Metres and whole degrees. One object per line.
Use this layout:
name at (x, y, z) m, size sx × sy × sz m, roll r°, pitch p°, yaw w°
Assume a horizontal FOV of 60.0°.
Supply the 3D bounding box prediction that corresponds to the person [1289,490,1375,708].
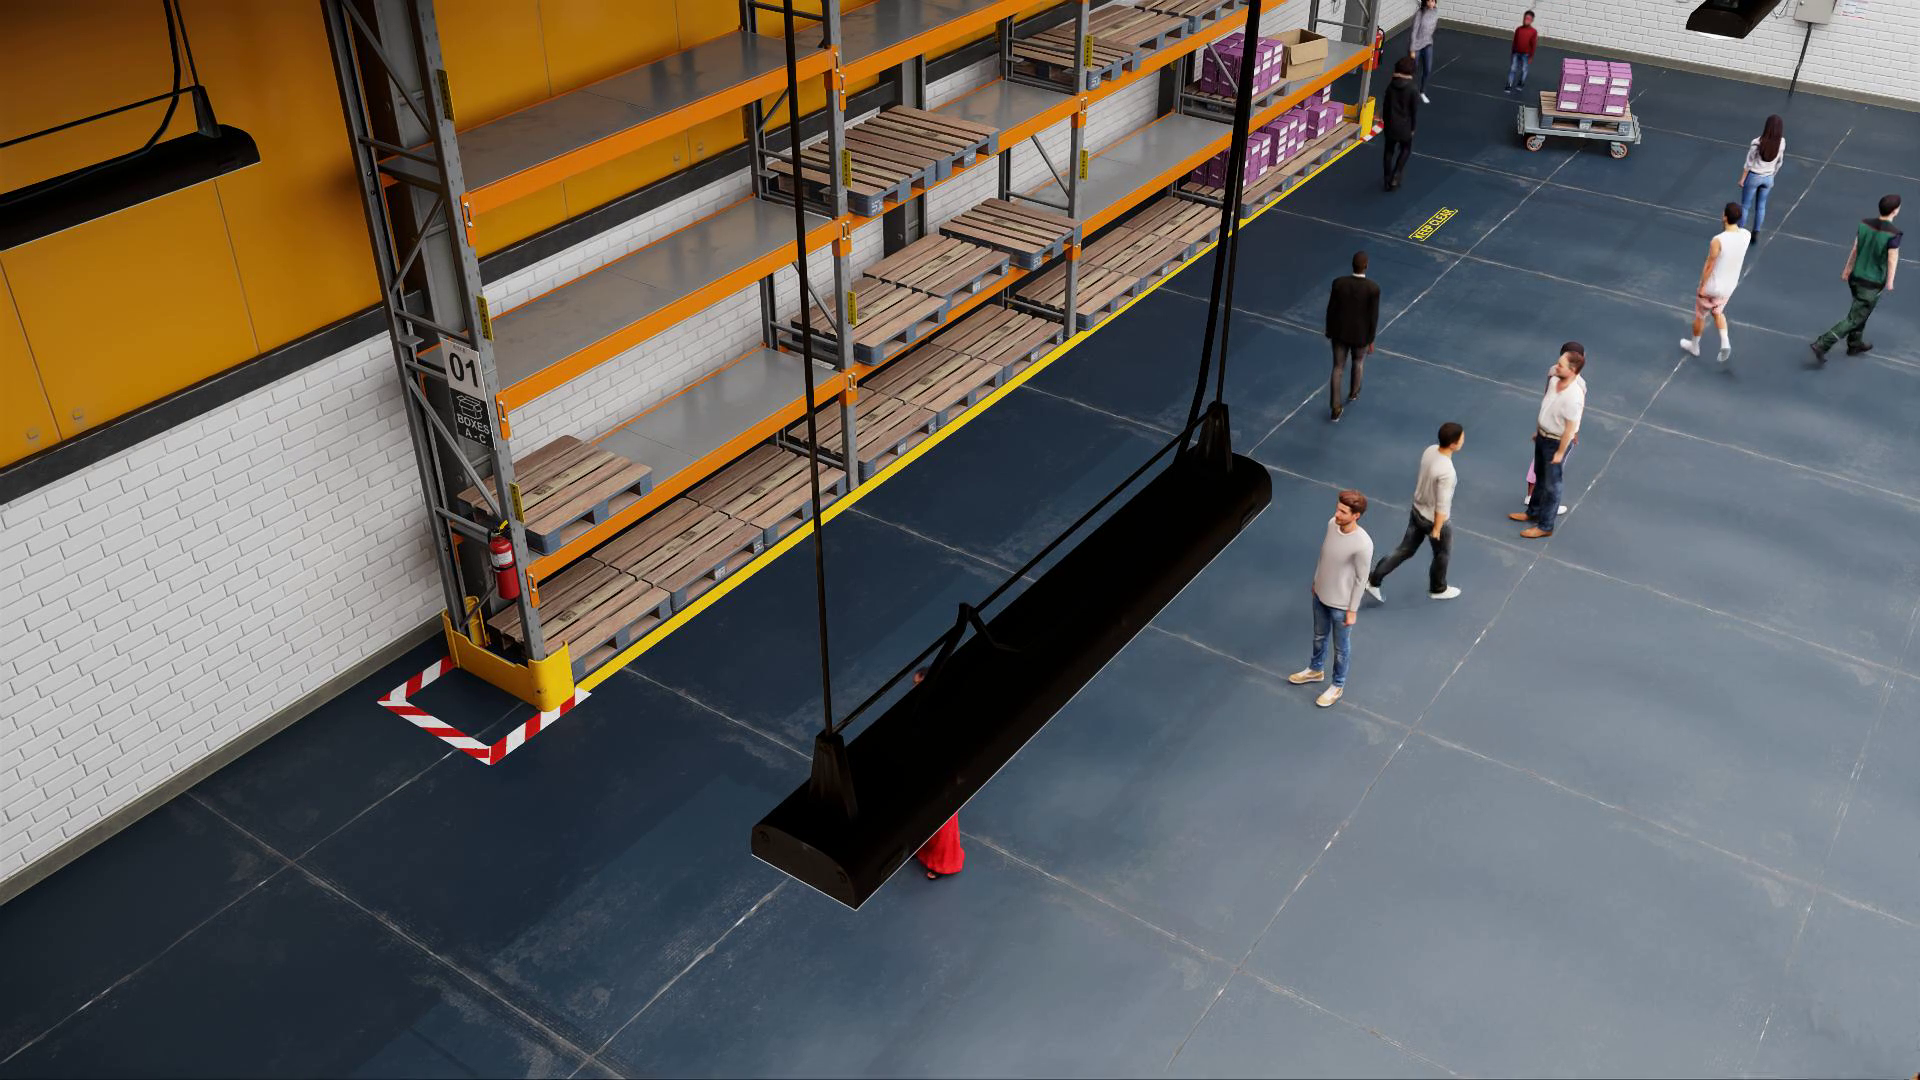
person at (2.951, 0.426, 13.002) m, size 0.742 × 1.905 × 0.752 m, roll -17°, pitch 37°, yaw -24°

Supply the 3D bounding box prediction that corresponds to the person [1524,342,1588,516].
person at (5.526, -1.045, 15.364) m, size 0.658 × 1.740 × 0.655 m, roll -16°, pitch 37°, yaw -22°

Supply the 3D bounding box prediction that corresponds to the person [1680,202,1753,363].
person at (8.199, -2.728, 17.864) m, size 0.978 × 1.776 × 1.020 m, roll -8°, pitch 34°, yaw -12°

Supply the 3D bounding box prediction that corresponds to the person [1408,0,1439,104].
person at (6.909, -7.458, 25.055) m, size 0.912 × 1.694 × 0.939 m, roll -16°, pitch 37°, yaw -23°

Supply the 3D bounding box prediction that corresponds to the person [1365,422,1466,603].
person at (3.877, -0.197, 14.056) m, size 1.216 × 1.777 × 1.104 m, roll -9°, pitch 35°, yaw -13°

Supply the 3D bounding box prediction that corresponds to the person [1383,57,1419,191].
person at (5.779, -5.468, 21.992) m, size 0.641 × 1.769 × 0.570 m, roll 20°, pitch 38°, yaw 27°

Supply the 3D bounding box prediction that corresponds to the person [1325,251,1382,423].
person at (3.922, -2.020, 16.799) m, size 0.839 × 1.775 × 1.074 m, roll 13°, pitch 36°, yaw 18°

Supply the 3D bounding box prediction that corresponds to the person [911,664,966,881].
person at (-0.189, 1.577, 11.381) m, size 0.737 × 1.783 × 0.720 m, roll -19°, pitch 38°, yaw -27°

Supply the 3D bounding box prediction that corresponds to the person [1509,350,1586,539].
person at (5.383, -0.885, 15.019) m, size 0.811 × 1.856 × 0.726 m, roll -2°, pitch 34°, yaw -3°

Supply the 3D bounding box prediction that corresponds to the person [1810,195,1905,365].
person at (9.668, -2.764, 17.829) m, size 1.262 × 1.874 × 1.137 m, roll -9°, pitch 35°, yaw -13°

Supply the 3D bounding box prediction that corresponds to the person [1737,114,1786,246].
person at (9.906, -4.459, 20.600) m, size 0.673 × 1.630 × 0.714 m, roll -3°, pitch 34°, yaw -4°

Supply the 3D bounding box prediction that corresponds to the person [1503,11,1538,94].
person at (8.652, -7.484, 25.520) m, size 0.529 × 1.221 × 0.843 m, roll 19°, pitch 38°, yaw 26°
